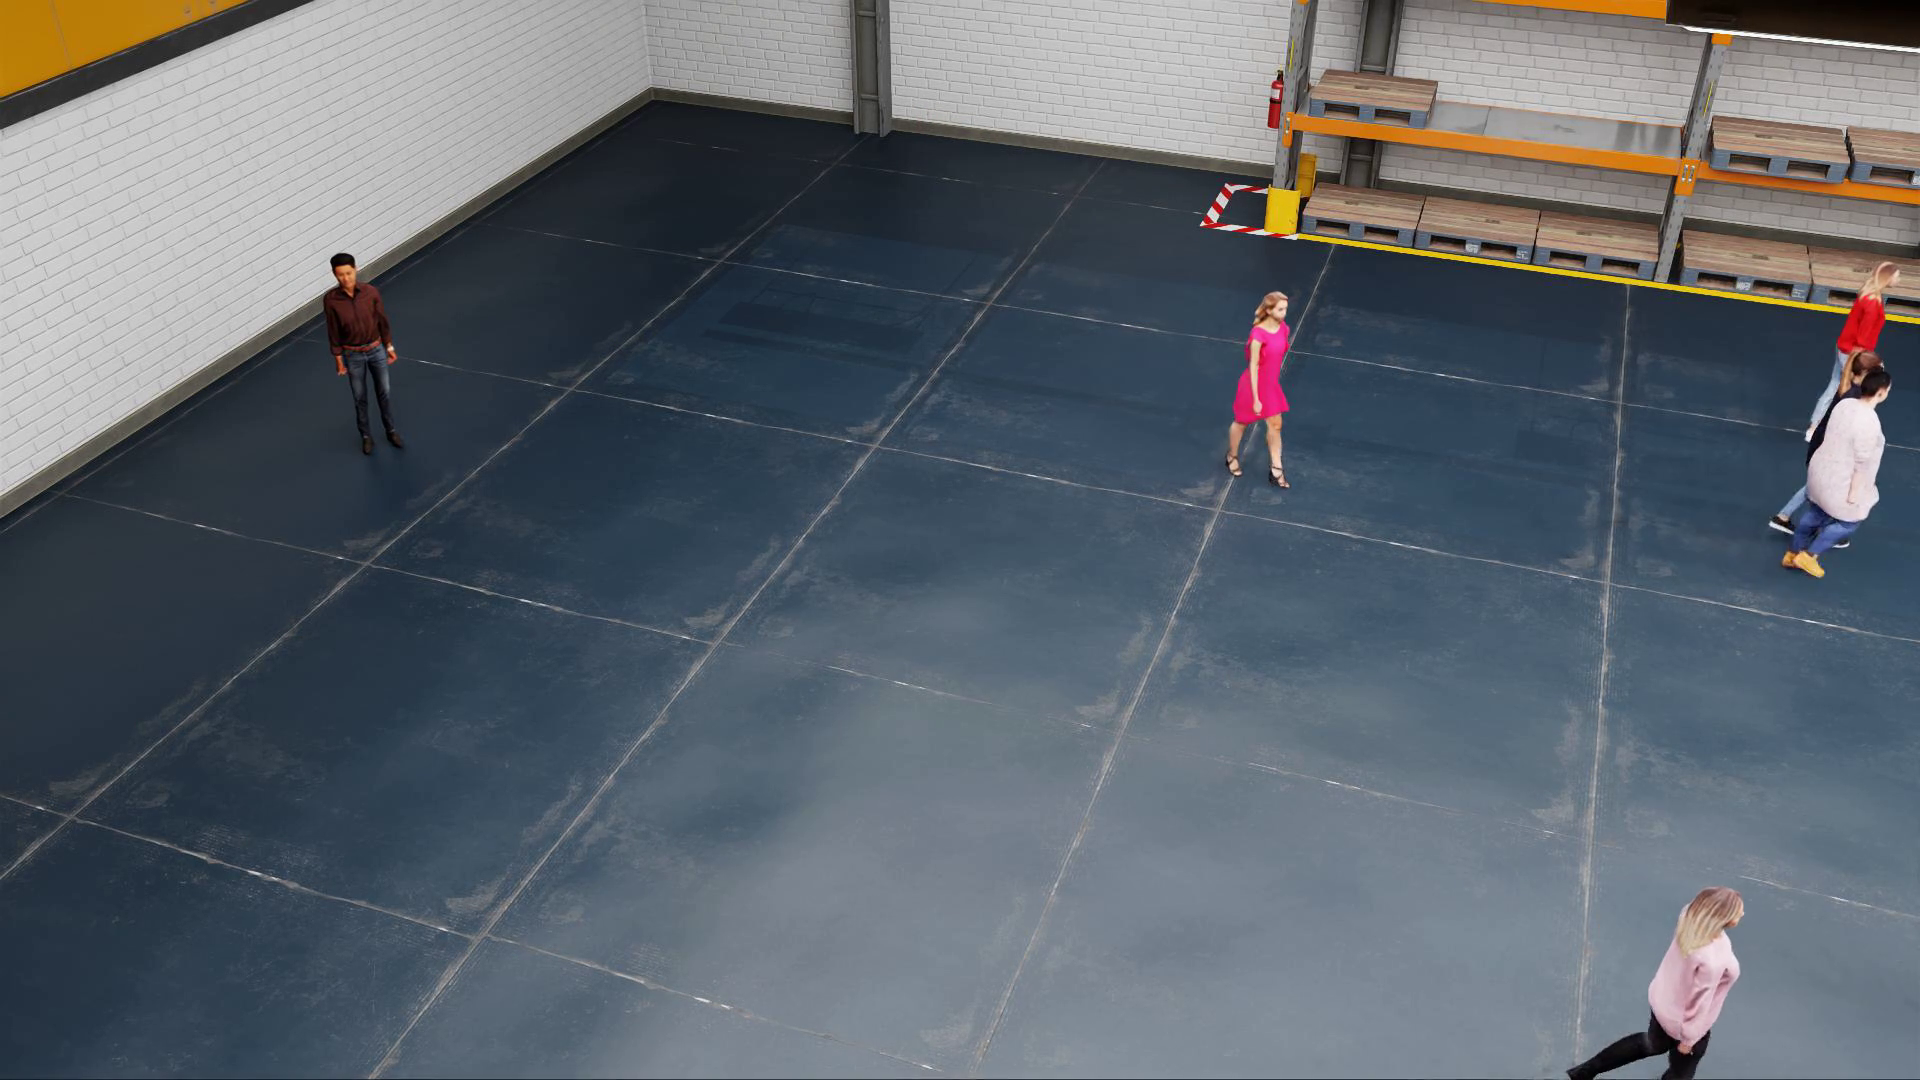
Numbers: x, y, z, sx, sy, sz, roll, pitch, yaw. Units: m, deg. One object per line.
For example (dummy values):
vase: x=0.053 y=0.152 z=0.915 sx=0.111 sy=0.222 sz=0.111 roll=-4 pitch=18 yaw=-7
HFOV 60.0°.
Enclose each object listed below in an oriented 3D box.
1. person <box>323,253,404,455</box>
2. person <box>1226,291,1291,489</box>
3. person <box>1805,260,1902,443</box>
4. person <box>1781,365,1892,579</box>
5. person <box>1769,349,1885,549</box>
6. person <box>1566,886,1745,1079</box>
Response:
person: x=-4.965 y=-1.566 z=13.835 sx=0.708 sy=1.779 sz=0.748 roll=-17 pitch=37 yaw=-24
person: x=2.345 y=-1.257 z=13.436 sx=0.849 sy=1.705 sz=0.955 roll=-20 pitch=39 yaw=-27
person: x=7.370 y=-1.553 z=13.892 sx=0.614 sy=1.694 sz=0.636 roll=10 pitch=35 yaw=15
person: x=6.402 y=-0.479 z=12.249 sx=0.792 sy=1.723 sz=0.805 roll=1 pitch=34 yaw=2
person: x=6.565 y=-0.685 z=12.618 sx=0.824 sy=1.659 sz=0.634 roll=9 pitch=35 yaw=13
person: x=3.434 y=2.286 z=8.134 sx=0.987 sy=1.673 sz=0.753 roll=3 pitch=34 yaw=4
